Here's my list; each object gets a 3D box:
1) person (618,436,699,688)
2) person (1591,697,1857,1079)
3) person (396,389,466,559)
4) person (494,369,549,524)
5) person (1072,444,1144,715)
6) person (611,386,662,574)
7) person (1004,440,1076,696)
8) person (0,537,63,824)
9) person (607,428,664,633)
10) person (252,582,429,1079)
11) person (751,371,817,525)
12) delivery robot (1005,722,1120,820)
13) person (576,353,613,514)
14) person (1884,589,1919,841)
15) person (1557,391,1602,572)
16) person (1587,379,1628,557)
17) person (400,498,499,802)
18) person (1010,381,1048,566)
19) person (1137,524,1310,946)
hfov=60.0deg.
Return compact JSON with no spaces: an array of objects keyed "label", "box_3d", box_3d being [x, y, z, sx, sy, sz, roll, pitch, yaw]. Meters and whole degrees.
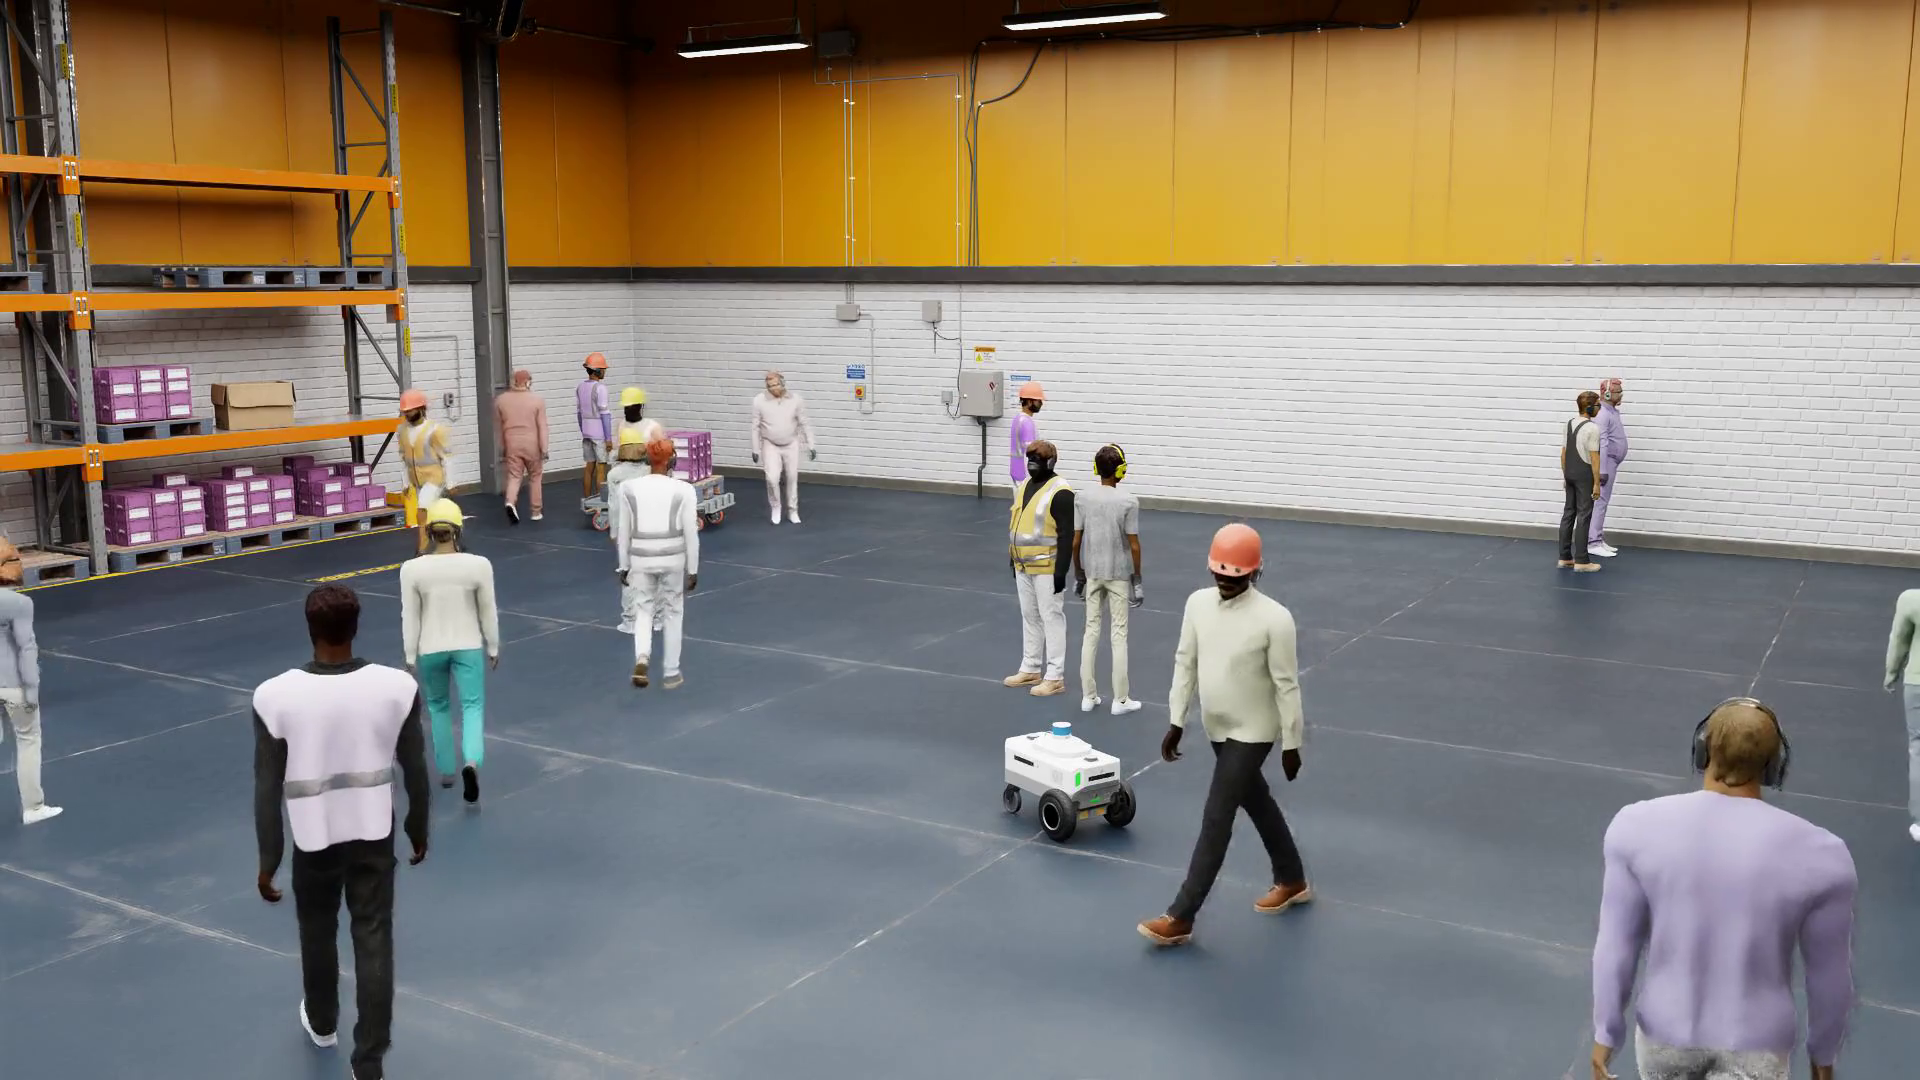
[{"label":"person","box_3d":[-2.181,0.183,12.021,0.594,1.866,0.550,0,9,2]},{"label":"person","box_3d":[2.128,1.357,4.664,0.637,1.873,1.060,5,10,29]},{"label":"person","box_3d":[-5.430,-0.637,17.142,0.551,1.882,0.960,4,10,24]},{"label":"person","box_3d":[-5.307,-1.121,20.133,0.657,1.871,0.727,0,9,1]},{"label":"person","box_3d":[1.025,0.269,11.473,0.533,1.871,0.320,5,10,28]},{"label":"person","box_3d":[-3.291,-0.645,17.117,0.598,1.896,0.899,5,10,28]},{"label":"person","box_3d":[0.569,0.192,12.030,0.429,1.846,0.633,-6,11,-31]},{"label":"person","box_3d":[-5.229,0.800,8.973,0.508,1.615,0.630,2,9,11]},{"label":"person","box_3d":[-2.738,-0.079,14.064,0.484,1.737,0.305,-4,10,-26]},{"label":"person","box_3d":[-2.346,1.084,6.317,0.627,1.882,0.915,-4,10,-25]},{"label":"person","box_3d":[-2.129,-1.109,20.087,0.775,1.866,0.470,-3,10,-17]},{"label":"delivery robot","box_3d":[0.557,1.247,9.168,0.477,0.478,0.707,-6,11,-34]},{"label":"person","box_3d":[-4.544,-1.321,20.858,0.611,2.043,0.375,8,12,43]},{"label":"person","box_3d":[5.324,0.791,9.047,0.520,1.599,0.786,5,11,30]},{"label":"person","box_3d":[6.346,-0.599,16.969,0.328,1.844,0.514,-3,10,-18]},{"label":"person","box_3d":[6.971,-0.783,17.929,0.409,1.907,0.648,4,10,24]},{"label":"person","box_3d":[-2.936,0.636,9.595,0.532,1.746,0.741,-3,9,-16]},{"label":"person","box_3d":[0.707,-0.658,17.056,0.377,1.932,0.552,-1,9,-8]},{"label":"person","box_3d":[1.269,0.863,7.639,1.077,1.923,0.590,-6,11,-32]}]
